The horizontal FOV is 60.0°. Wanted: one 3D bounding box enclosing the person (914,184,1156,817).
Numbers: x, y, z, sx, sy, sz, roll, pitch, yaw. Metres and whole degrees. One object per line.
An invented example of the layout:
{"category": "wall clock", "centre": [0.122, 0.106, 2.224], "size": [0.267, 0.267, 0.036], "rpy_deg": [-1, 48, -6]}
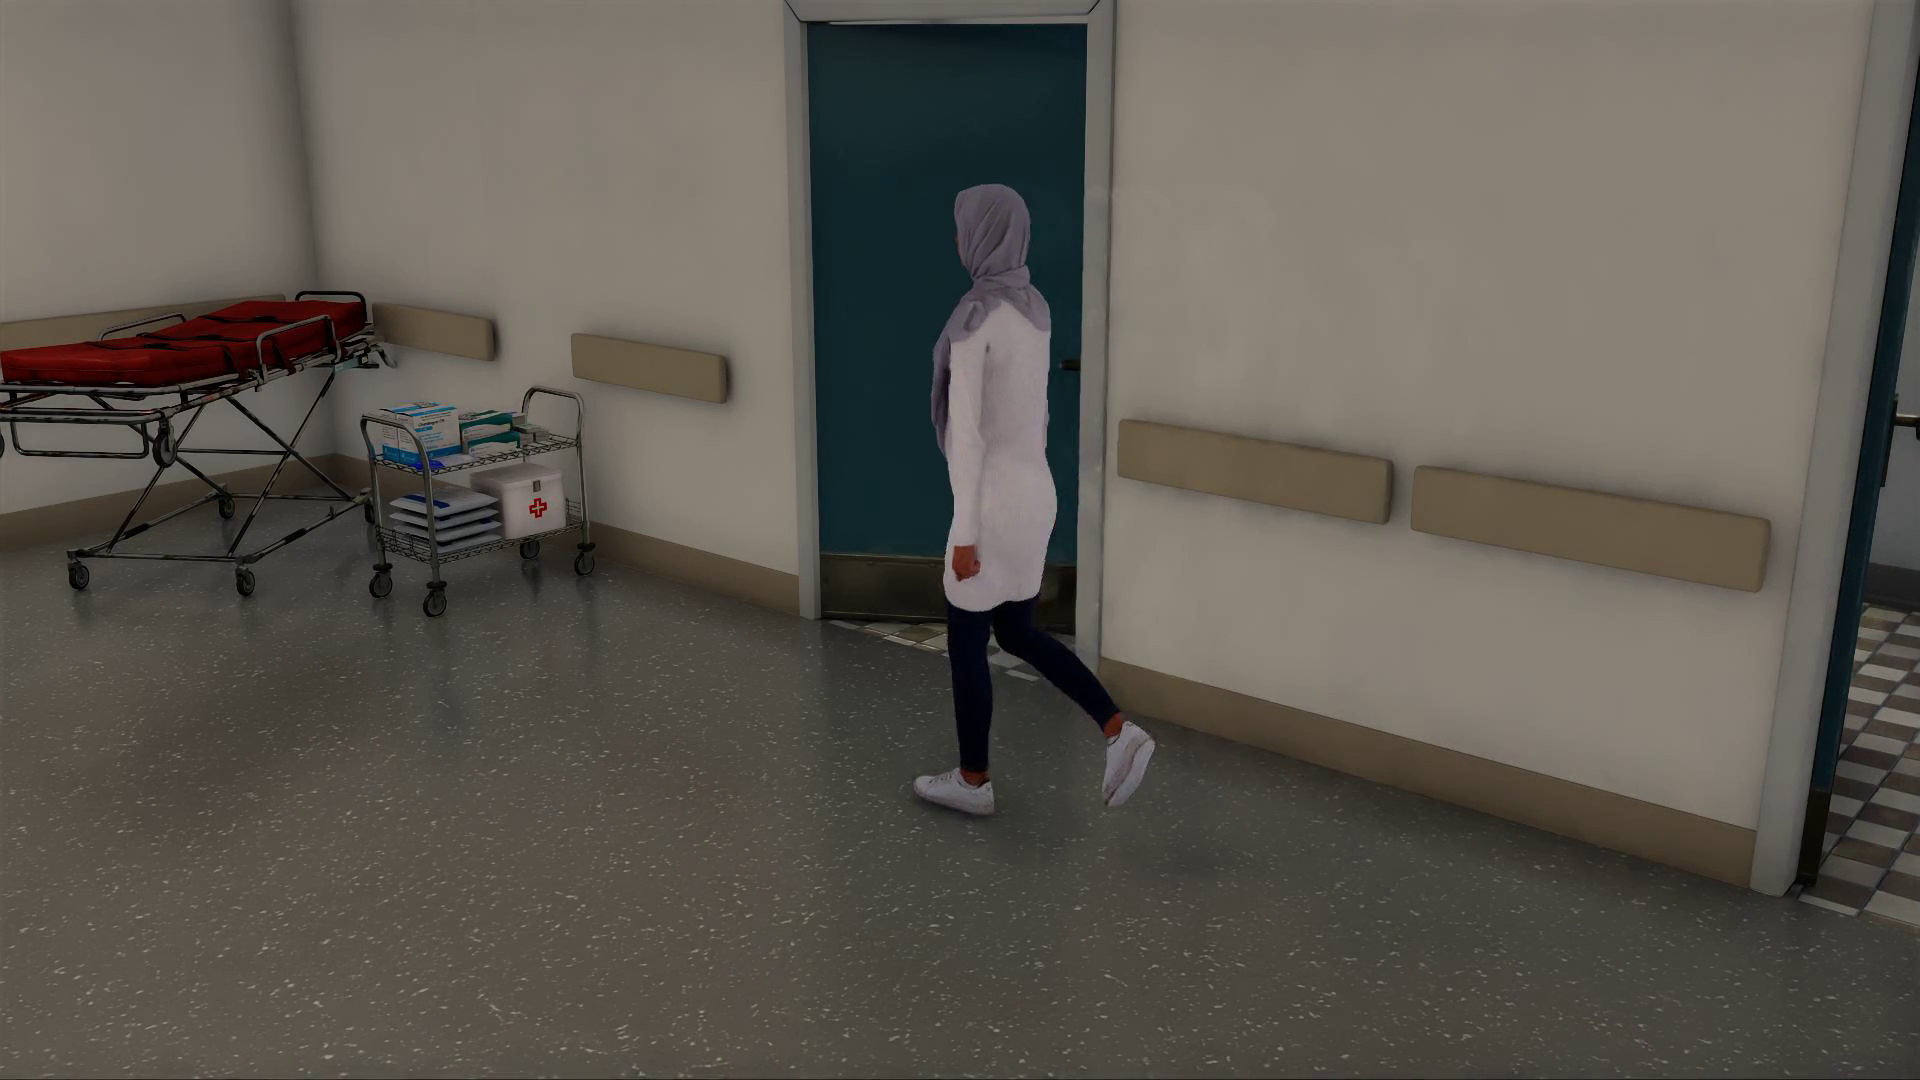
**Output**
{"category": "person", "centre": [0.188, -0.037, 4.452], "size": [0.993, 1.756, 0.692], "rpy_deg": [10, 19, 32]}
